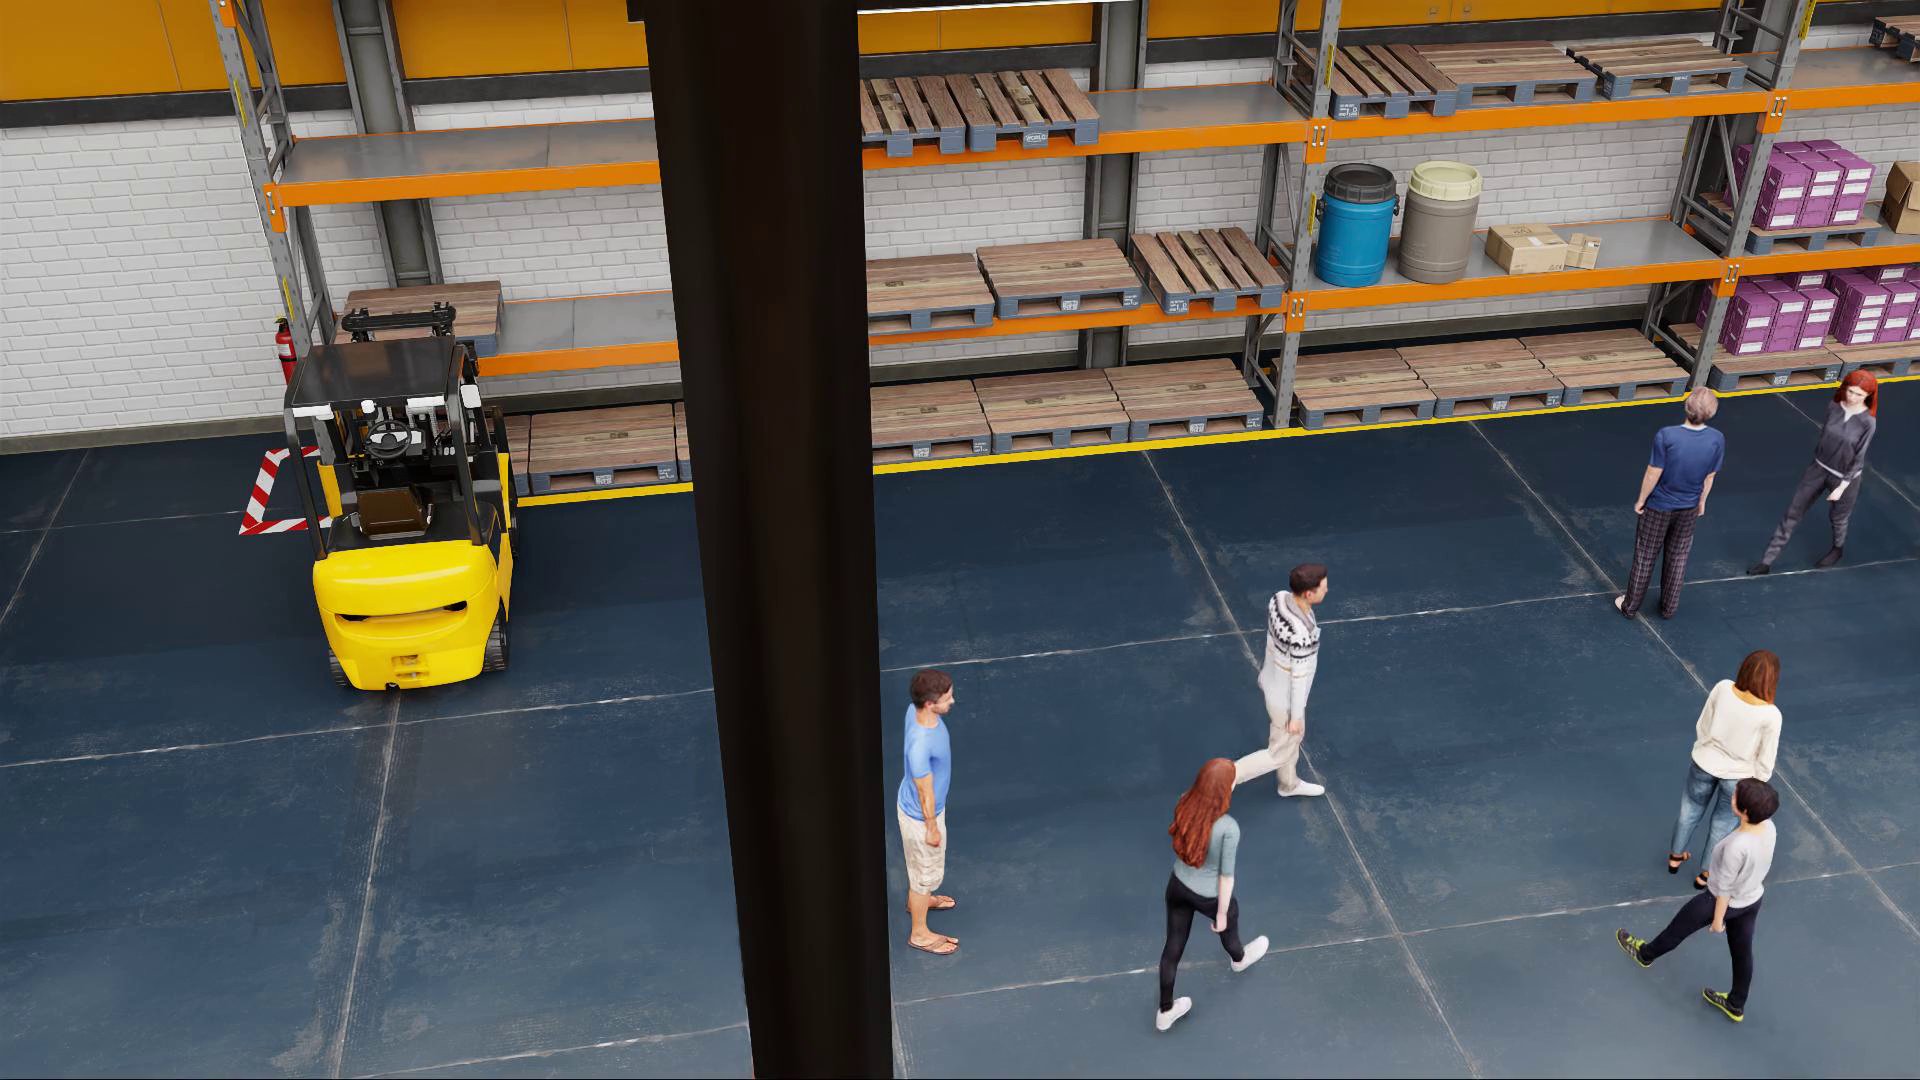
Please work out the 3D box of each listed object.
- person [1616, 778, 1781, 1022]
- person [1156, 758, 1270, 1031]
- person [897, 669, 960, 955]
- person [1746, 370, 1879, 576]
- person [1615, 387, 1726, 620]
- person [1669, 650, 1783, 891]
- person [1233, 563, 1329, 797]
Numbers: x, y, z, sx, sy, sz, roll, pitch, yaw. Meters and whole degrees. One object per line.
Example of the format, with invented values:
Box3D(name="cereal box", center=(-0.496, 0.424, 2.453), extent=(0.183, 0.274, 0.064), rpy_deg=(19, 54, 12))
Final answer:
Box3D(name="person", center=(4.195, 1.964, 8.890), extent=(0.989, 1.521, 0.861), rpy_deg=(-20, 38, -27))
Box3D(name="person", center=(1.205, 1.915, 8.796), extent=(1.149, 1.707, 0.968), rpy_deg=(-26, 41, -33))
Box3D(name="person", center=(-0.204, 1.485, 9.300), extent=(0.610, 1.865, 0.680), rpy_deg=(-1, 34, -1))
Box3D(name="person", center=(6.560, -0.472, 12.375), extent=(1.192, 1.719, 0.878), rpy_deg=(-18, 38, -25))
Box3D(name="person", center=(5.102, -0.255, 11.913), extent=(0.573, 1.871, 0.774), rpy_deg=(3, 34, 4))
Box3D(name="person", center=(4.460, 1.331, 9.698), extent=(0.685, 1.682, 0.699), rpy_deg=(-21, 39, -29))
Box3D(name="person", center=(1.903, 0.927, 10.172), extent=(1.076, 1.829, 0.751), rpy_deg=(-2, 34, -3))
